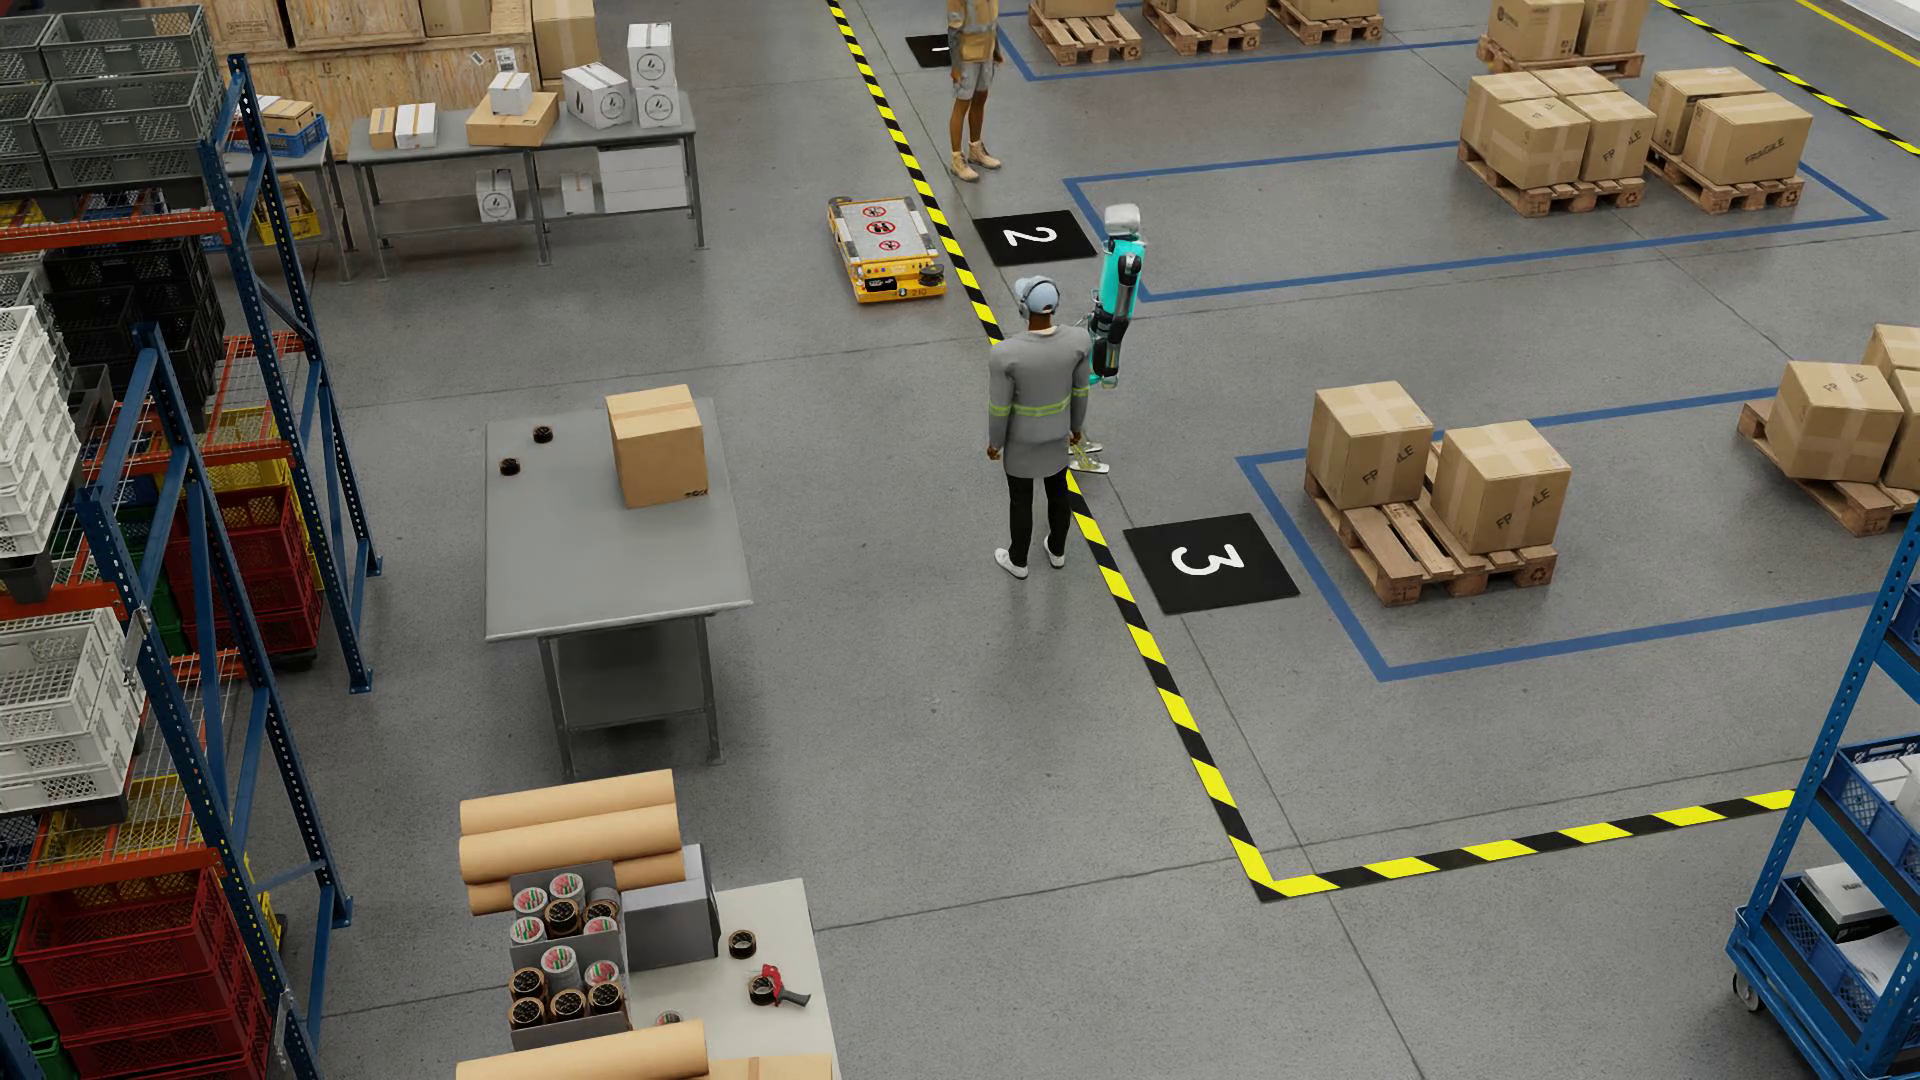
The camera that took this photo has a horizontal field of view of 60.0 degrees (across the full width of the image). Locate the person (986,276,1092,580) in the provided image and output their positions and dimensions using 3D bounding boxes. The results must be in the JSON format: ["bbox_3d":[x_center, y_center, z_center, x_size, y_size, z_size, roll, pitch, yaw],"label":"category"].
[{"bbox_3d":[0.413,-0.607,9.043,0.590,1.852,0.372,-13,39,-17],"label":"person"}]

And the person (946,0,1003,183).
[{"bbox_3d":[0.147,-3.900,13.319,0.400,2.034,0.607,27,44,31],"label":"person"}]

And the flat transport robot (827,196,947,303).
[{"bbox_3d":[-0.570,-2.220,12.538,0.659,0.231,1.431,-8,37,-10],"label":"flat transport robot"}]

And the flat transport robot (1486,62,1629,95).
[{"bbox_3d":[5.448,-4.206,15.184,0.652,0.197,1.431,-8,37,-10],"label":"flat transport robot"}]

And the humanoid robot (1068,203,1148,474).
[{"bbox_3d":[0.690,-1.170,9.783,0.735,1.677,0.533,-1,37,-1],"label":"humanoid robot"}]
